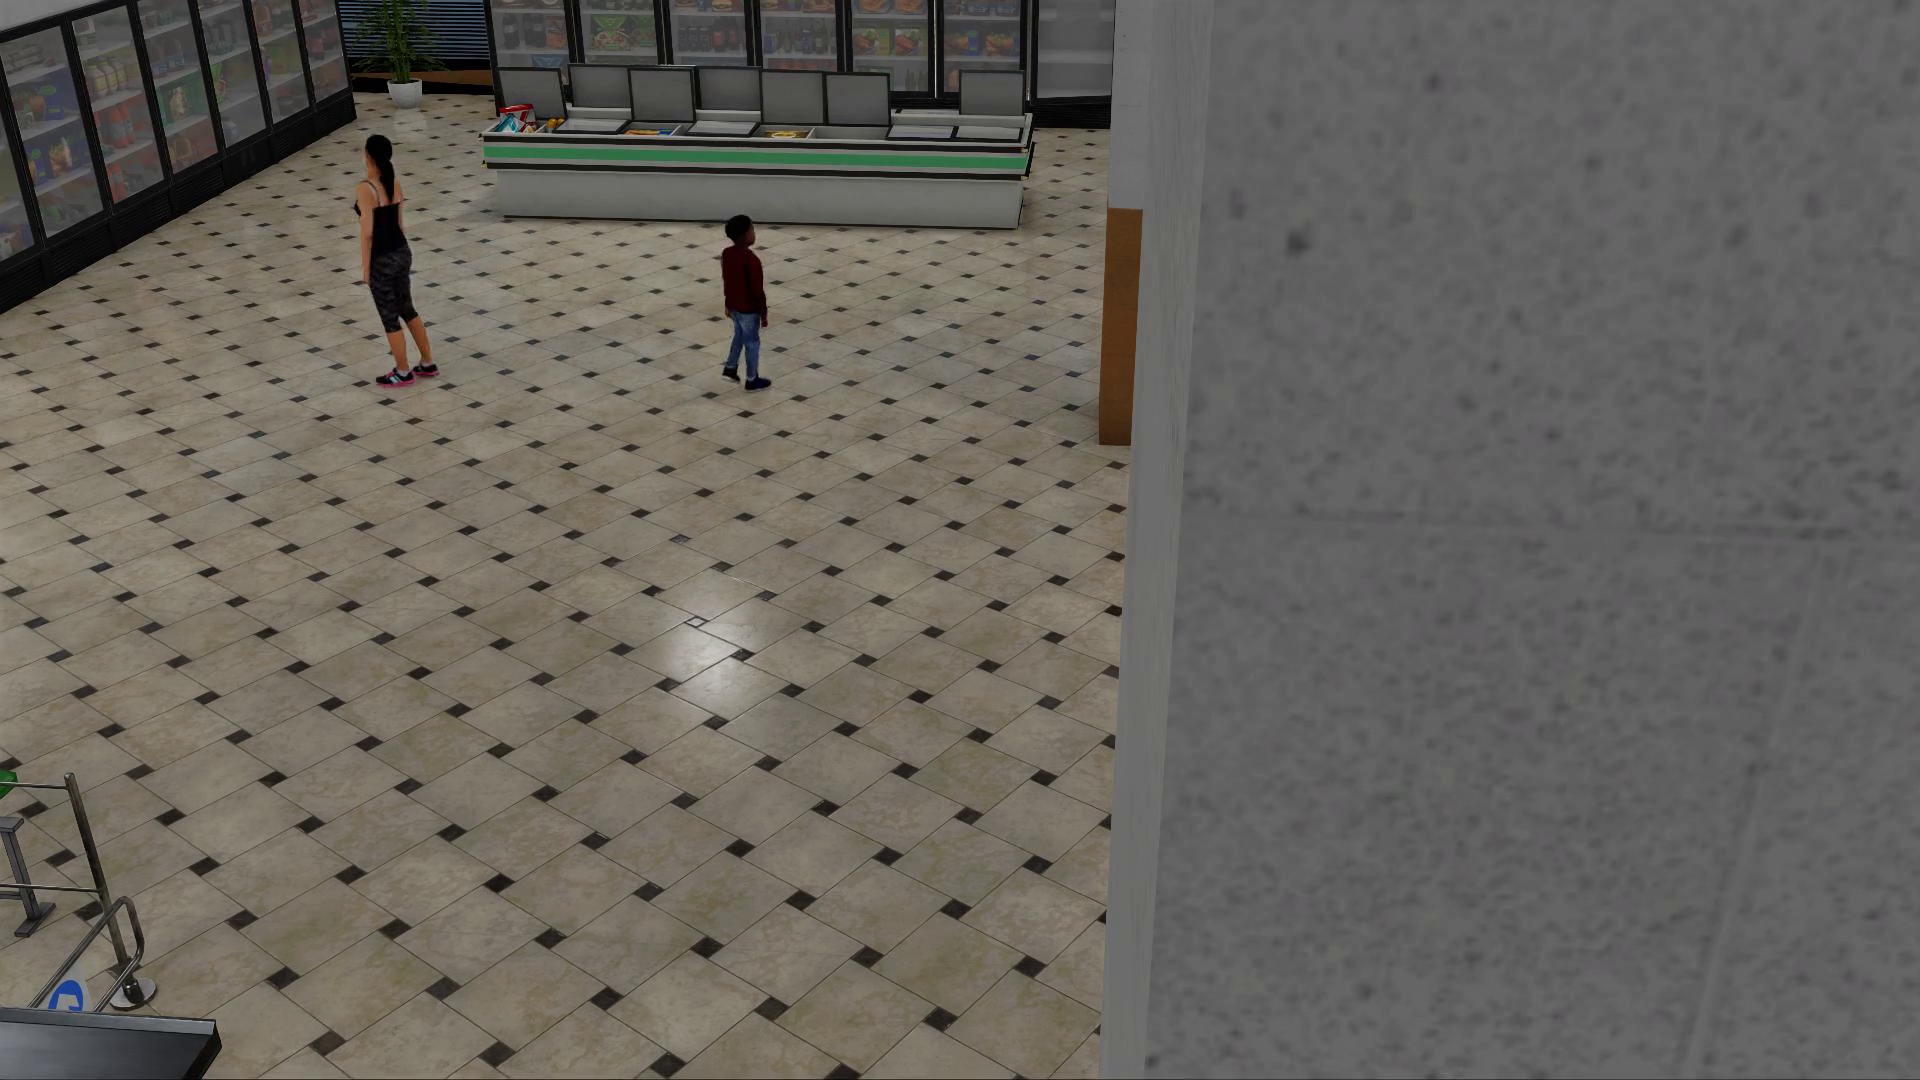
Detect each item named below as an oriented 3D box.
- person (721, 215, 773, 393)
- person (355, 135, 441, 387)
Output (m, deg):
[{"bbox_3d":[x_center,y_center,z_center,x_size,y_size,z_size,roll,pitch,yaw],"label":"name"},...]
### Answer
[{"bbox_3d":[-1.509,-1.584,11.301,0.636,1.250,0.700,22,34,37],"label":"person"},{"bbox_3d":[-3.920,-1.891,11.392,0.661,1.716,0.648,2,27,4],"label":"person"}]
